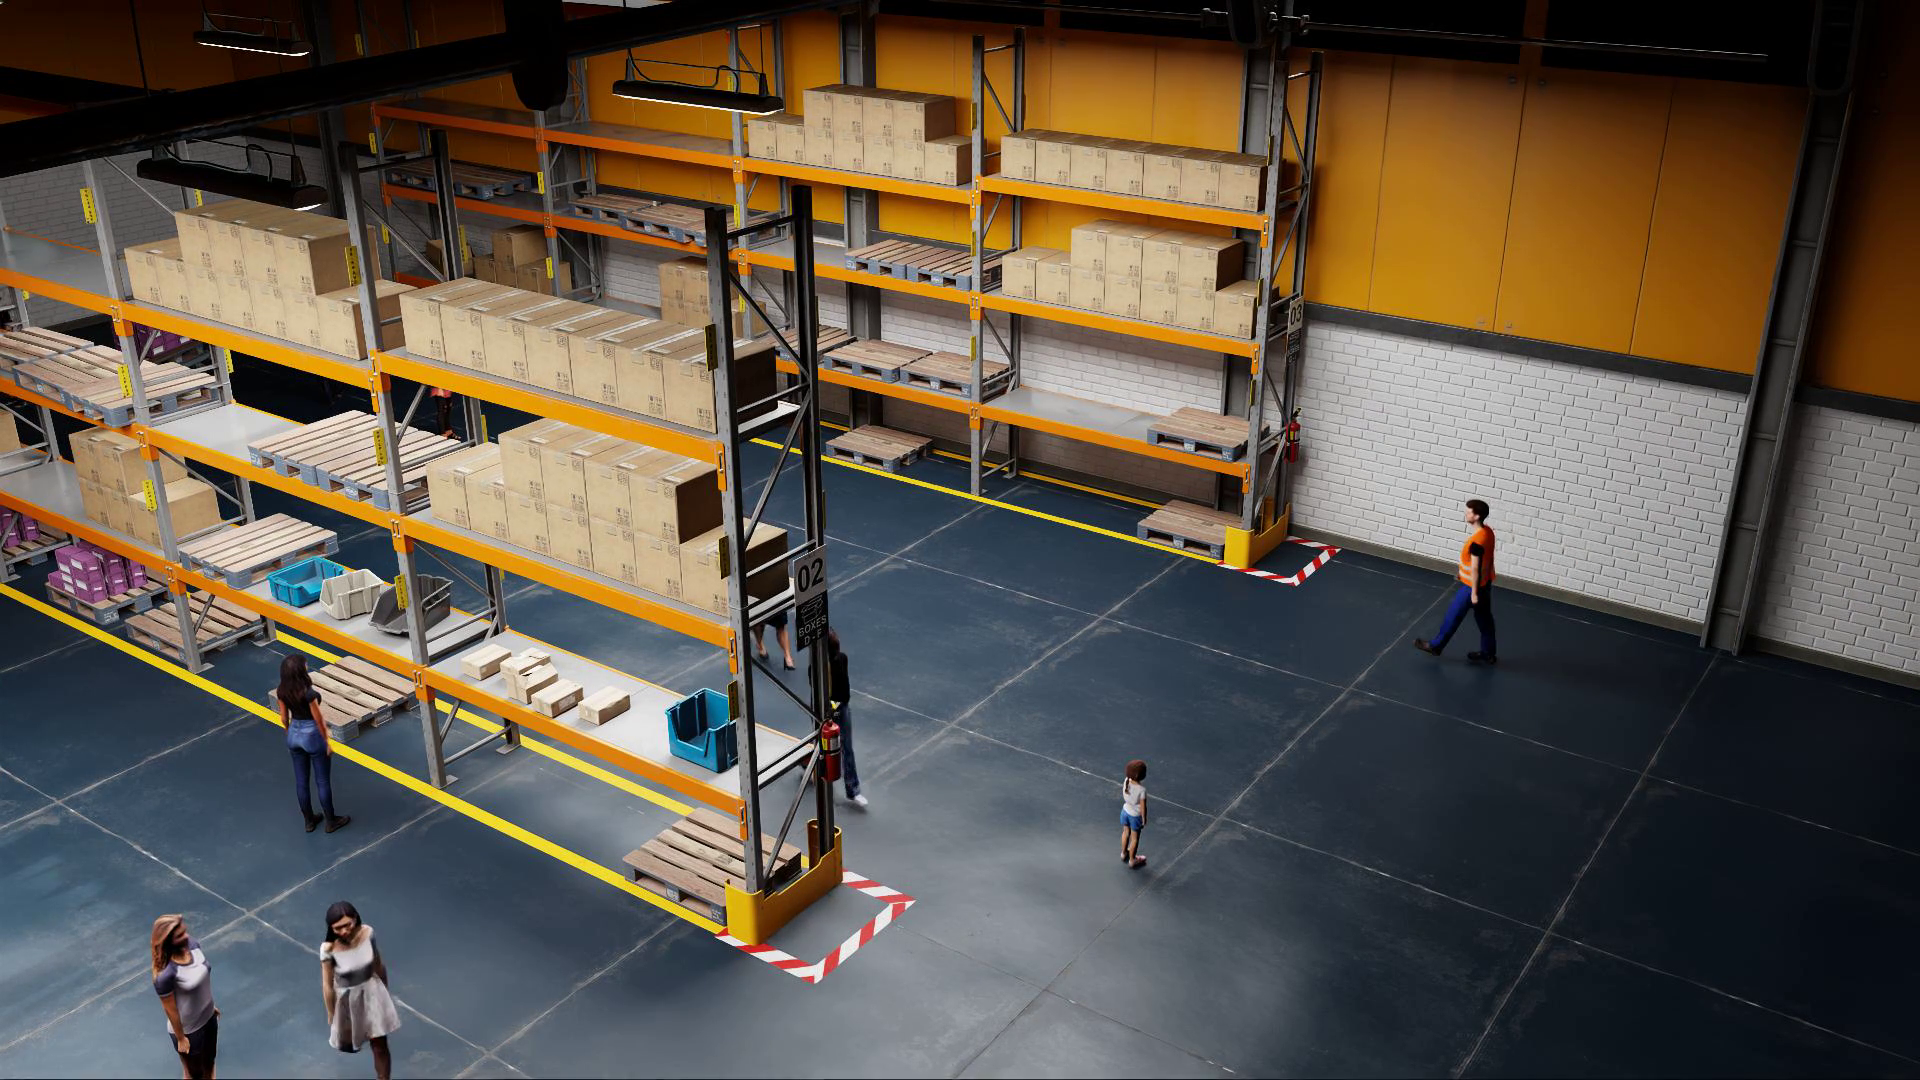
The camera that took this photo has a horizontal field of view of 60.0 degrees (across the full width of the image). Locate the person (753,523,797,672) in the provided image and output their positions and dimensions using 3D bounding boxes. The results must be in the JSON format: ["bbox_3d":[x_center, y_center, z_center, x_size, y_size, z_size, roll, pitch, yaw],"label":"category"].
[{"bbox_3d":[-2.086,0.575,17.751,0.998,1.630,1.175,-11,26,-24],"label":"person"}]

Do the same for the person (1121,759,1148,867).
[{"bbox_3d":[1.504,2.352,14.450,0.524,1.019,0.432,-15,28,-31],"label":"person"}]

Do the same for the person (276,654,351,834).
[{"bbox_3d":[-5.806,1.810,14.791,0.586,1.739,0.698,5,24,12],"label":"person"}]

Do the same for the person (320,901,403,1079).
[{"bbox_3d":[-4.223,3.215,11.557,0.735,1.755,1.035,-22,32,-40],"label":"person"}]

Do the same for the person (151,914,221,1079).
[{"bbox_3d":[-5.273,3.296,11.397,0.692,1.734,0.679,3,24,6],"label":"person"}]

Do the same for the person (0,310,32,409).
[{"bbox_3d":[-14.594,-2.961,25.569,0.679,1.848,0.814,10,26,22],"label":"person"}]

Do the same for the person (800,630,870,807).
[{"bbox_3d":[-1.263,1.576,15.366,0.819,1.707,1.223,-19,30,-37],"label":"person"}]

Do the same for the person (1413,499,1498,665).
[{"bbox_3d":[5.579,0.482,17.694,1.124,1.847,0.759,13,27,27],"label":"person"}]
